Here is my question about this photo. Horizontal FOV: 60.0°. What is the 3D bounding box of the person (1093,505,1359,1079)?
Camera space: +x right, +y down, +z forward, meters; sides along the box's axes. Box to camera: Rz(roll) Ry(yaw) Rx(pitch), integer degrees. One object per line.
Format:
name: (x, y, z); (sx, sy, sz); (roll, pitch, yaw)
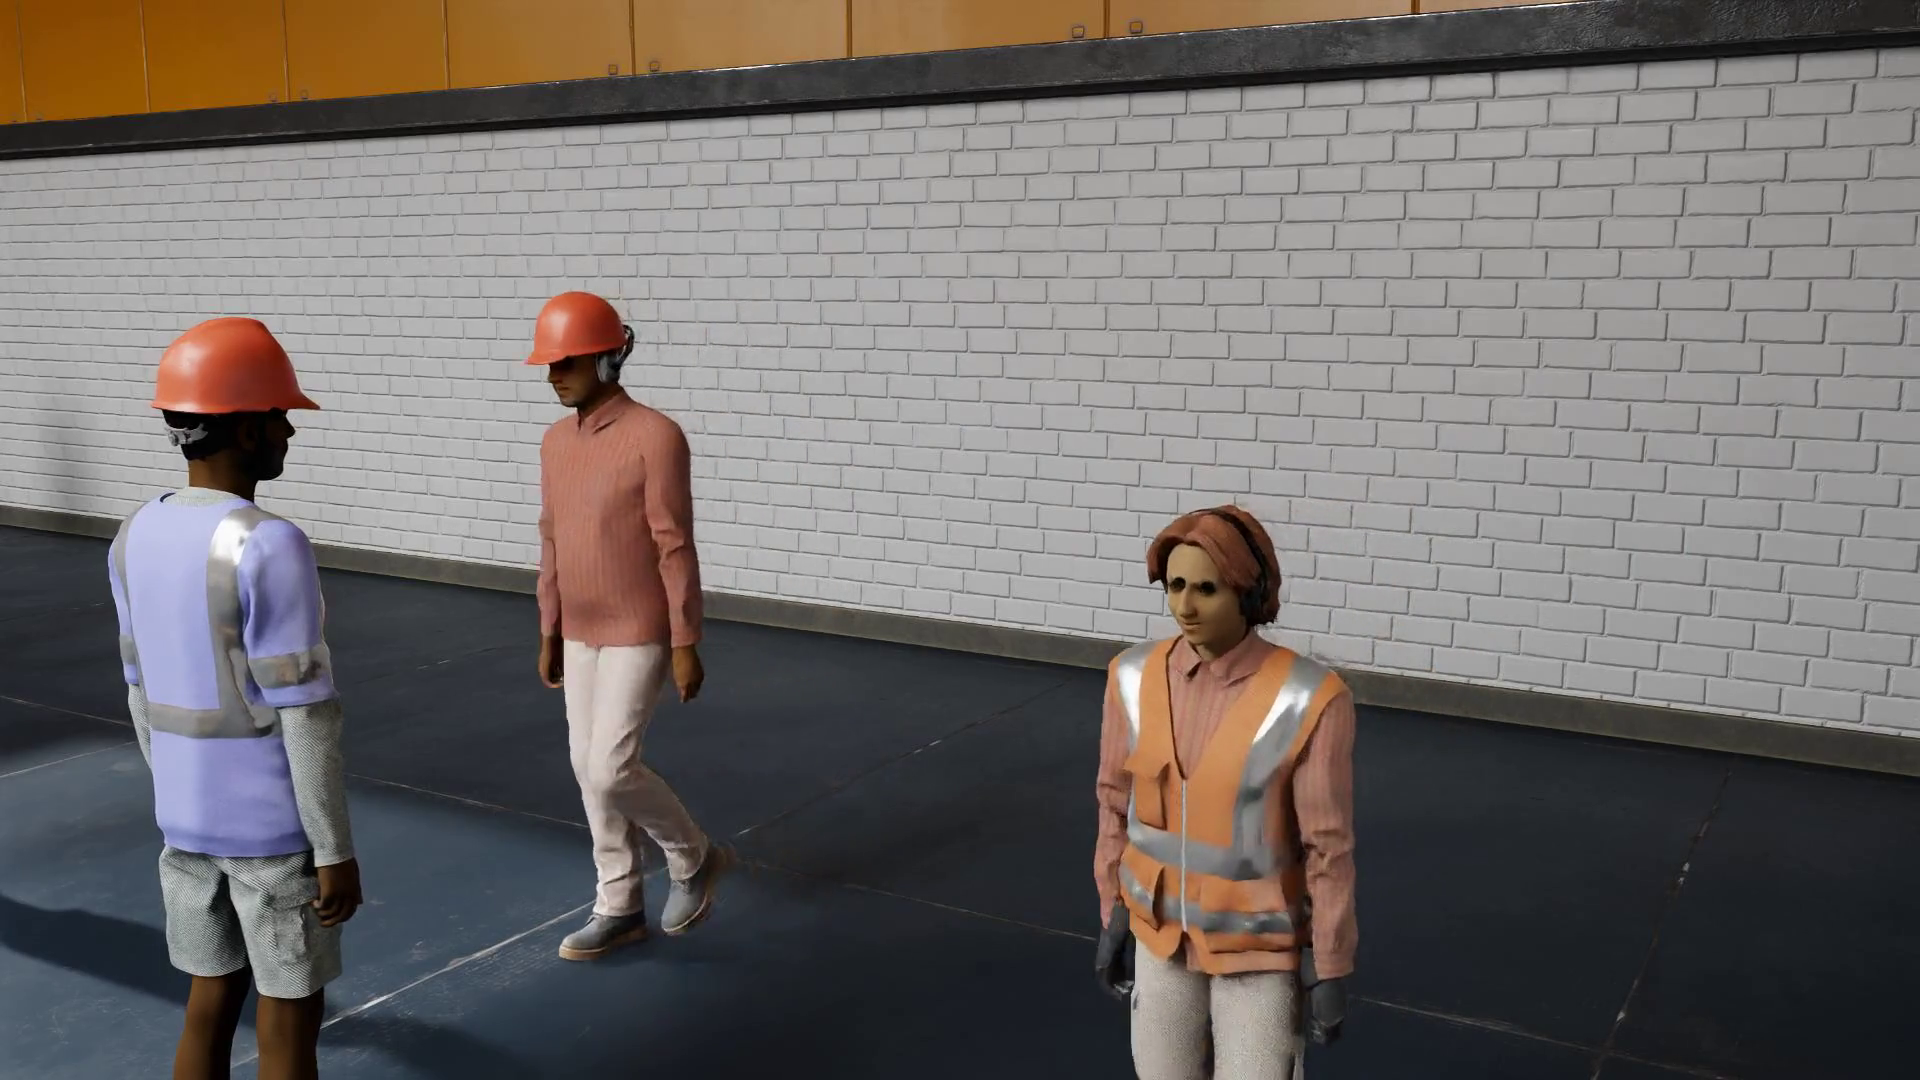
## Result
person: (0.491, 0.734, 3.039); (0.516, 1.623, 0.419); (8, 12, 40)

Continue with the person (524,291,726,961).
person: (-1.022, 0.264, 4.868); (0.637, 1.968, 0.451); (8, 12, 40)

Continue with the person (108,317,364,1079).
person: (-1.391, 0.537, 3.288); (0.545, 1.939, 0.354); (5, 10, 30)
